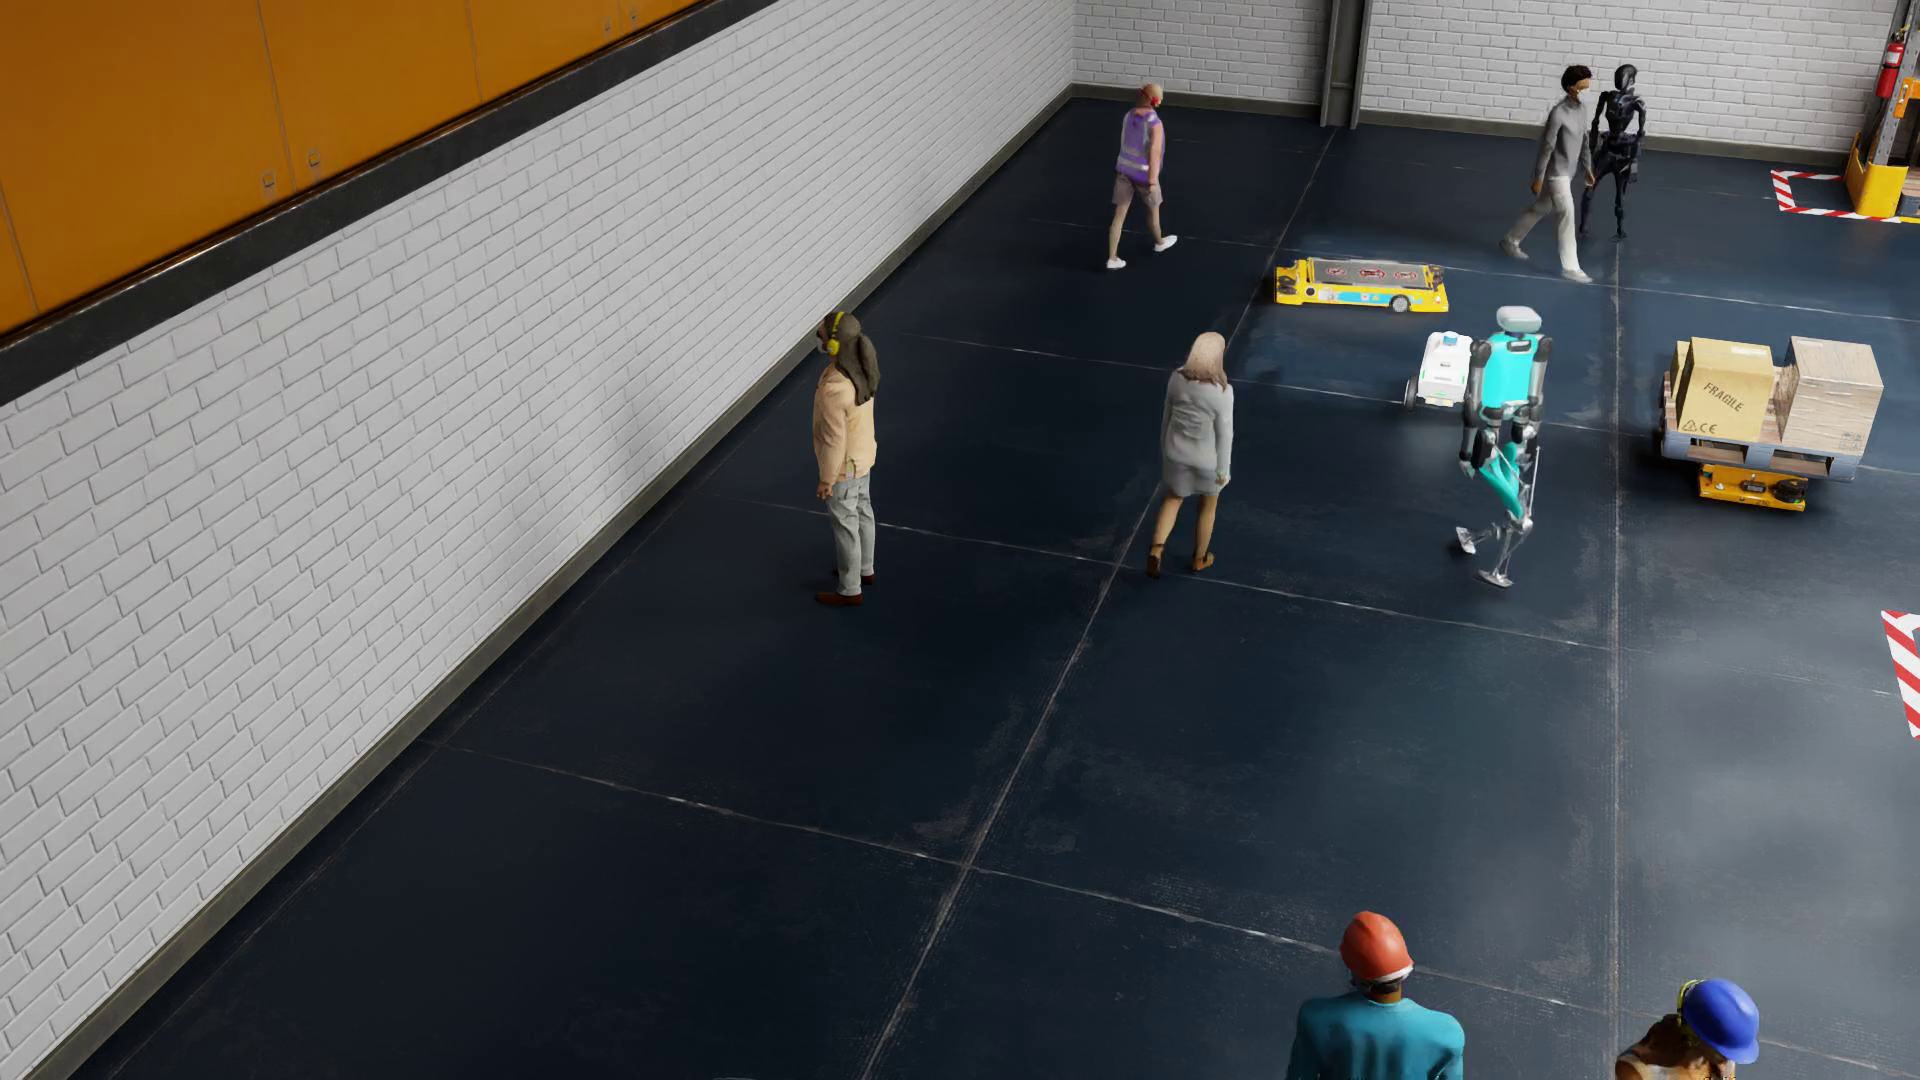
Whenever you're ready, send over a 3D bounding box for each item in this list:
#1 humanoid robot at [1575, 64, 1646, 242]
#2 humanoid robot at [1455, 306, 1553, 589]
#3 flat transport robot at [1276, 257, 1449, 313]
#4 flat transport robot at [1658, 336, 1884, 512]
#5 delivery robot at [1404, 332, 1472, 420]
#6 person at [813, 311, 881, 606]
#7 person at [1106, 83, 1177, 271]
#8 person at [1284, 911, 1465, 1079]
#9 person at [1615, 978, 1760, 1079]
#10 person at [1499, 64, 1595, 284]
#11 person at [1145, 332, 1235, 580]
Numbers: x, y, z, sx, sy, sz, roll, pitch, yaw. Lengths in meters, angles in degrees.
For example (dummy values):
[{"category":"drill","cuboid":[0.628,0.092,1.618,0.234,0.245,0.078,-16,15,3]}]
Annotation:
[{"category":"humanoid robot","cuboid":[6.001,-3.534,15.271,0.628,1.636,0.589,-19,36,-30]},{"category":"humanoid robot","cuboid":[3.344,-0.481,10.006,0.546,1.732,0.989,-9,32,-14]},{"category":"flat transport robot","cuboid":[3.465,-2.205,14.377,1.431,0.231,0.659,5,31,8]},{"category":"flat transport robot","cuboid":[5.544,-0.640,11.714,0.659,0.231,1.431,10,32,16]},{"category":"delivery robot","cuboid":[3.650,-1.285,12.501,0.499,0.566,0.739,10,32,16]},{"category":"person","cuboid":[-0.663,-0.474,9.850,0.410,1.877,0.553,10,32,16]},{"category":"person","cuboid":[1.634,-3.244,14.785,0.460,1.631,0.916,26,39,37]},{"category":"person","cuboid":[1.423,2.004,5.788,0.584,1.705,0.642,15,34,23]},{"category":"person","cuboid":[2.268,2.108,5.564,0.536,1.758,0.547,-12,32,-19]},{"category":"person","cuboid":[5.273,-3.264,14.620,0.522,1.846,1.000,-26,39,-36]},{"category":"person","cuboid":[1.396,-0.470,10.062,0.491,1.643,0.596,17,34,26]}]
